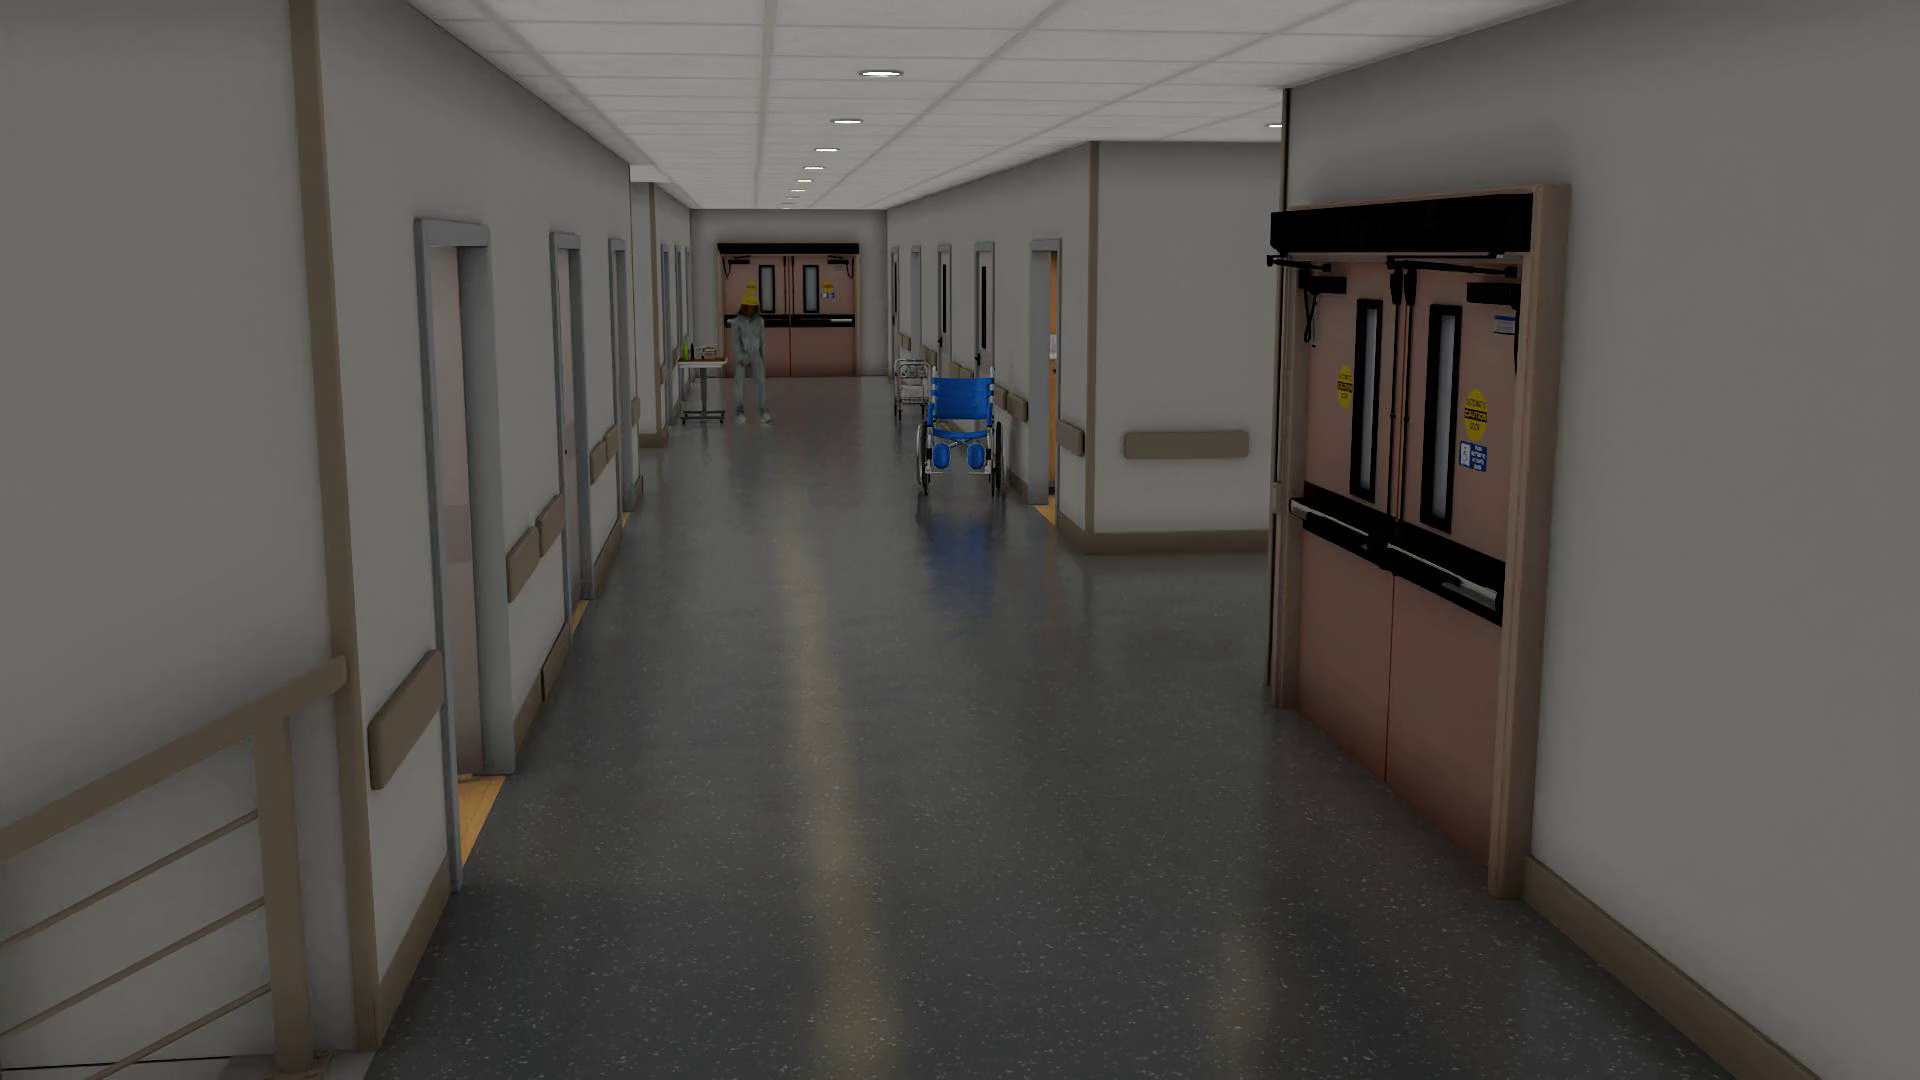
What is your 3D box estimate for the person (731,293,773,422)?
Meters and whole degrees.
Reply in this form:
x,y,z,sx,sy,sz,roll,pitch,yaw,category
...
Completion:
x,y,z,sx,sy,sz,roll,pitch,yaw,category
-2.744,-2.386,21.899,0.497,1.700,0.832,-6,11,-31,person
